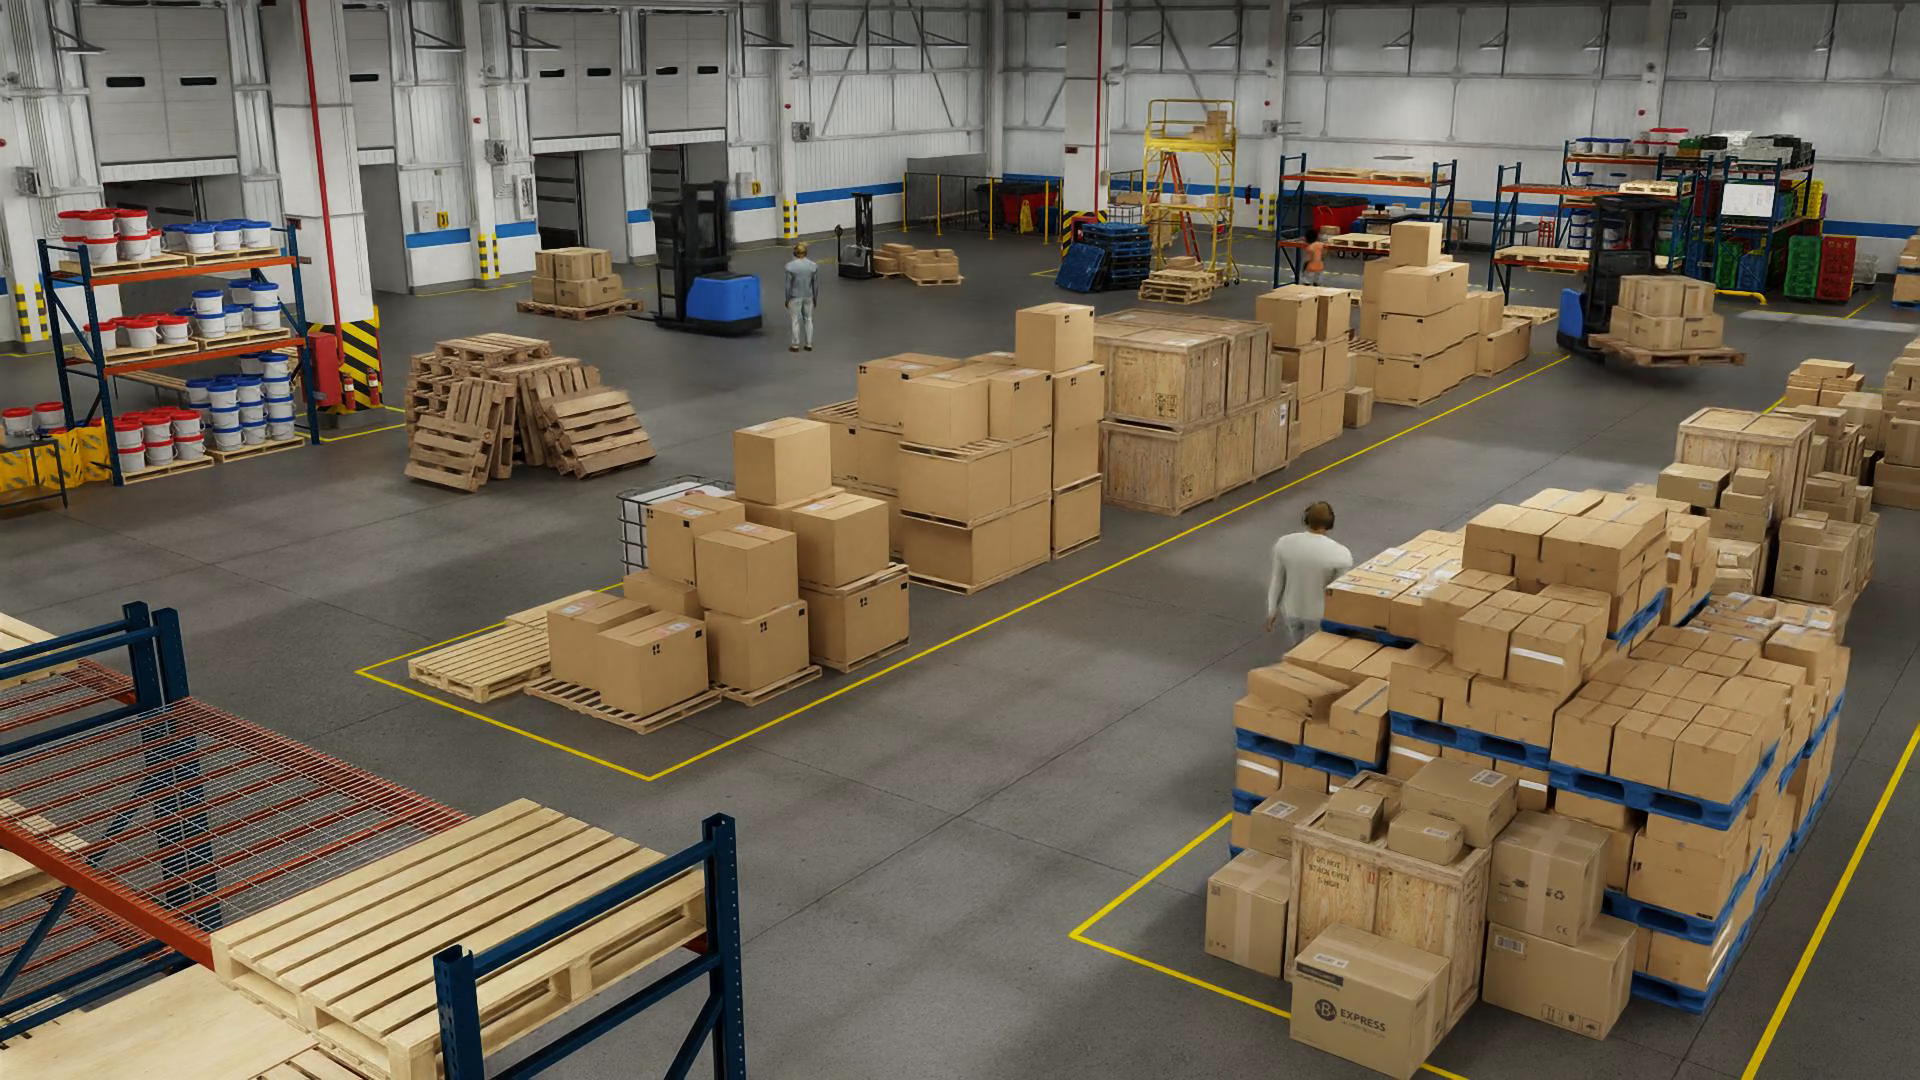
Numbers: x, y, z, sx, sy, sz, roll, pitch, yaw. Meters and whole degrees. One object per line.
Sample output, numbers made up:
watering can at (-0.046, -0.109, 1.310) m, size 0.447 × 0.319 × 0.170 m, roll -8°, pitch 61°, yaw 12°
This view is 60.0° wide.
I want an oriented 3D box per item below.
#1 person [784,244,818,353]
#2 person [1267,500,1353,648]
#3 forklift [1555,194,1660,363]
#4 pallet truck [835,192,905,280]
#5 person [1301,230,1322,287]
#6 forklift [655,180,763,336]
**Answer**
person at (-2.828, -4.310, 29.672) m, size 0.636 × 1.930 × 0.372 m, roll -9°, pitch 19°, yaw -27°
person at (2.891, 0.589, 13.470) m, size 0.663 × 1.905 × 0.871 m, roll 12°, pitch 20°, yaw 34°
forklift at (11.441, -4.641, 29.143) m, size 1.129 × 2.768 × 1.873 m, roll -1°, pitch 17°, yaw -5°
pallet truck at (-1.936, -7.159, 38.982) m, size 1.885 × 1.965 × 0.823 m, roll -12°, pitch 21°, yaw -34°
person at (7.224, -5.524, 34.140) m, size 0.336 × 1.670 × 0.614 m, roll 16°, pitch 23°, yaw 42°
forklift at (-4.815, -5.419, 31.717) m, size 1.873 × 2.768 × 1.129 m, roll 12°, pitch 21°, yaw 35°
